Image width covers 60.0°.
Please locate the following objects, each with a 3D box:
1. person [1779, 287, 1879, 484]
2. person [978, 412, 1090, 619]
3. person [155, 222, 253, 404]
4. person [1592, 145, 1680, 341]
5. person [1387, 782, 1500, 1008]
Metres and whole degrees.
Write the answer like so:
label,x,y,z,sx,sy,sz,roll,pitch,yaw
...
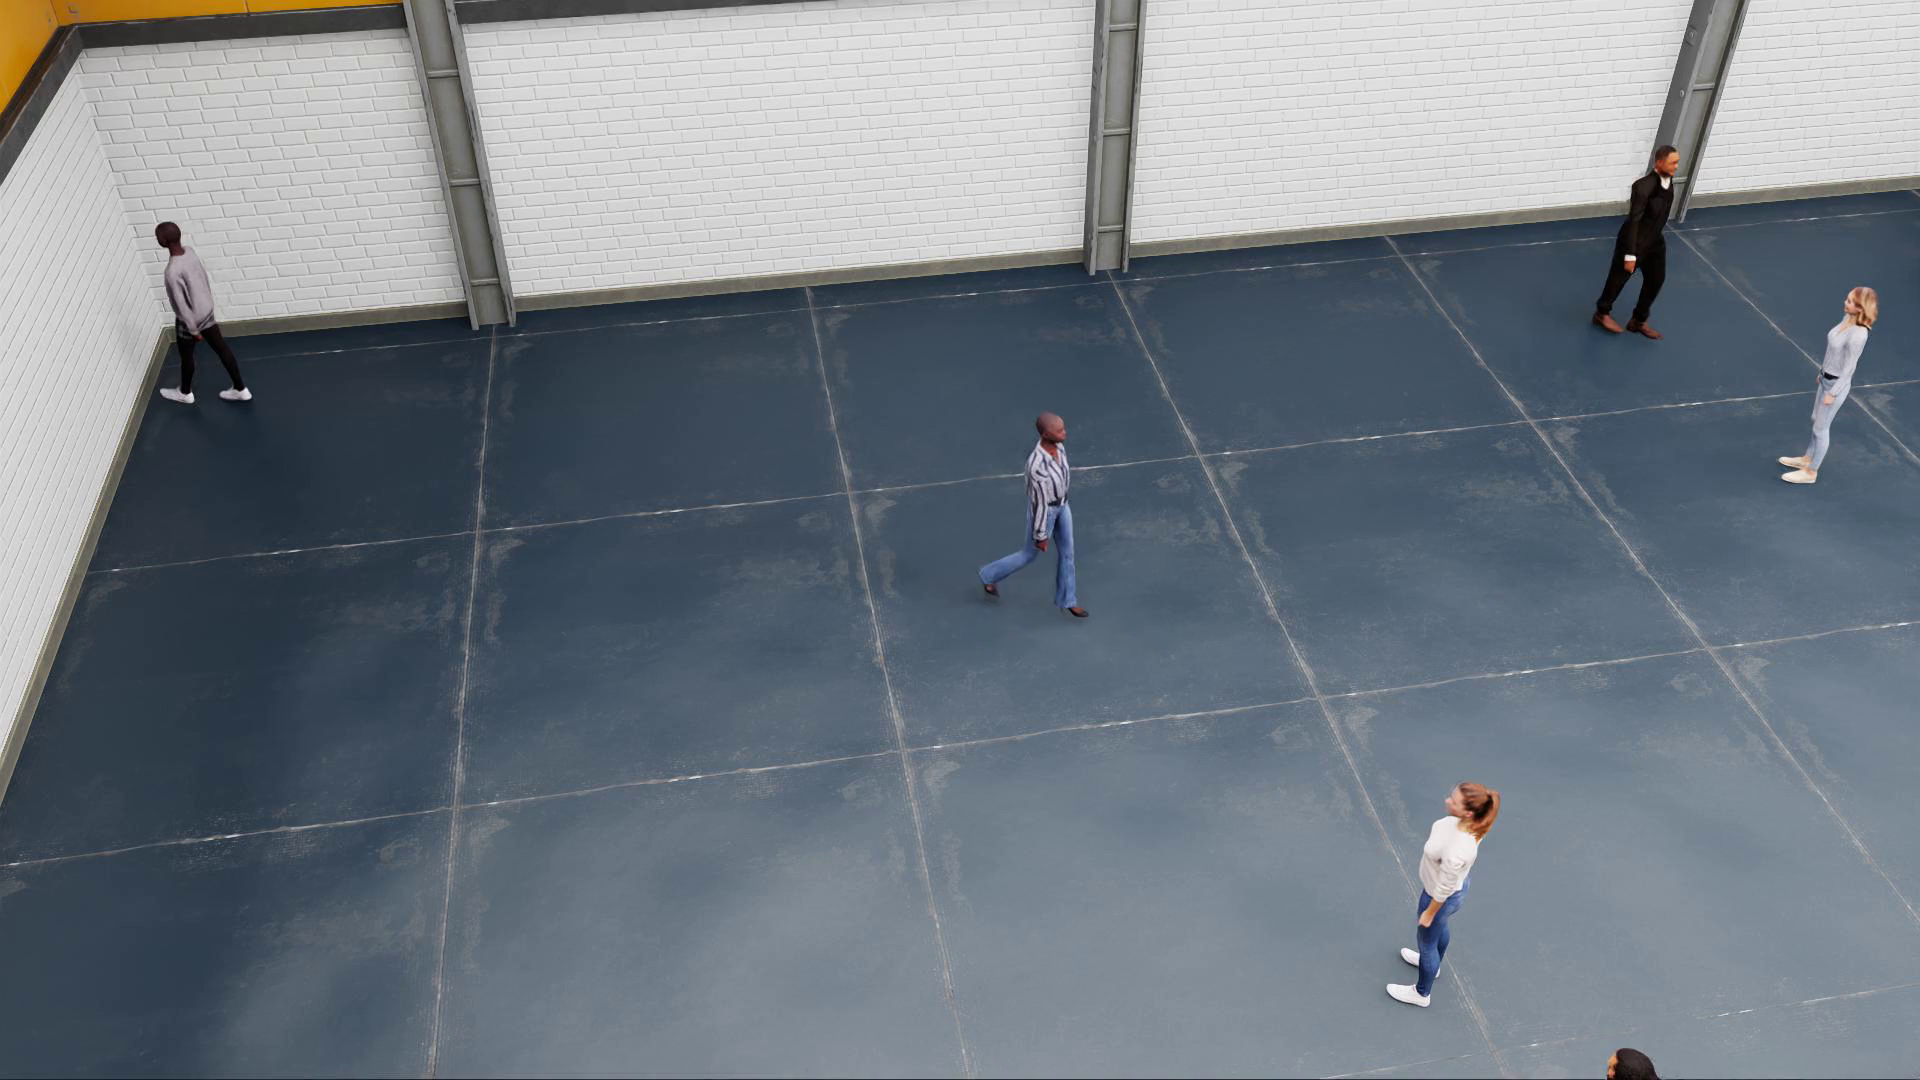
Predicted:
label,x,y,z,sx,sy,sz,roll,pitch,yaw
person,7.020,-1.244,13.373,0.646,1.794,0.658,10,40,13
person,0.531,-0.169,12.051,1.199,1.764,1.009,14,41,17
person,-6.466,-1.928,14.267,1.045,1.748,0.801,3,39,4
person,6.131,-2.754,15.193,0.992,1.882,1.022,-25,45,-28
person,2.732,1.982,9.394,0.734,1.718,0.696,19,42,22
